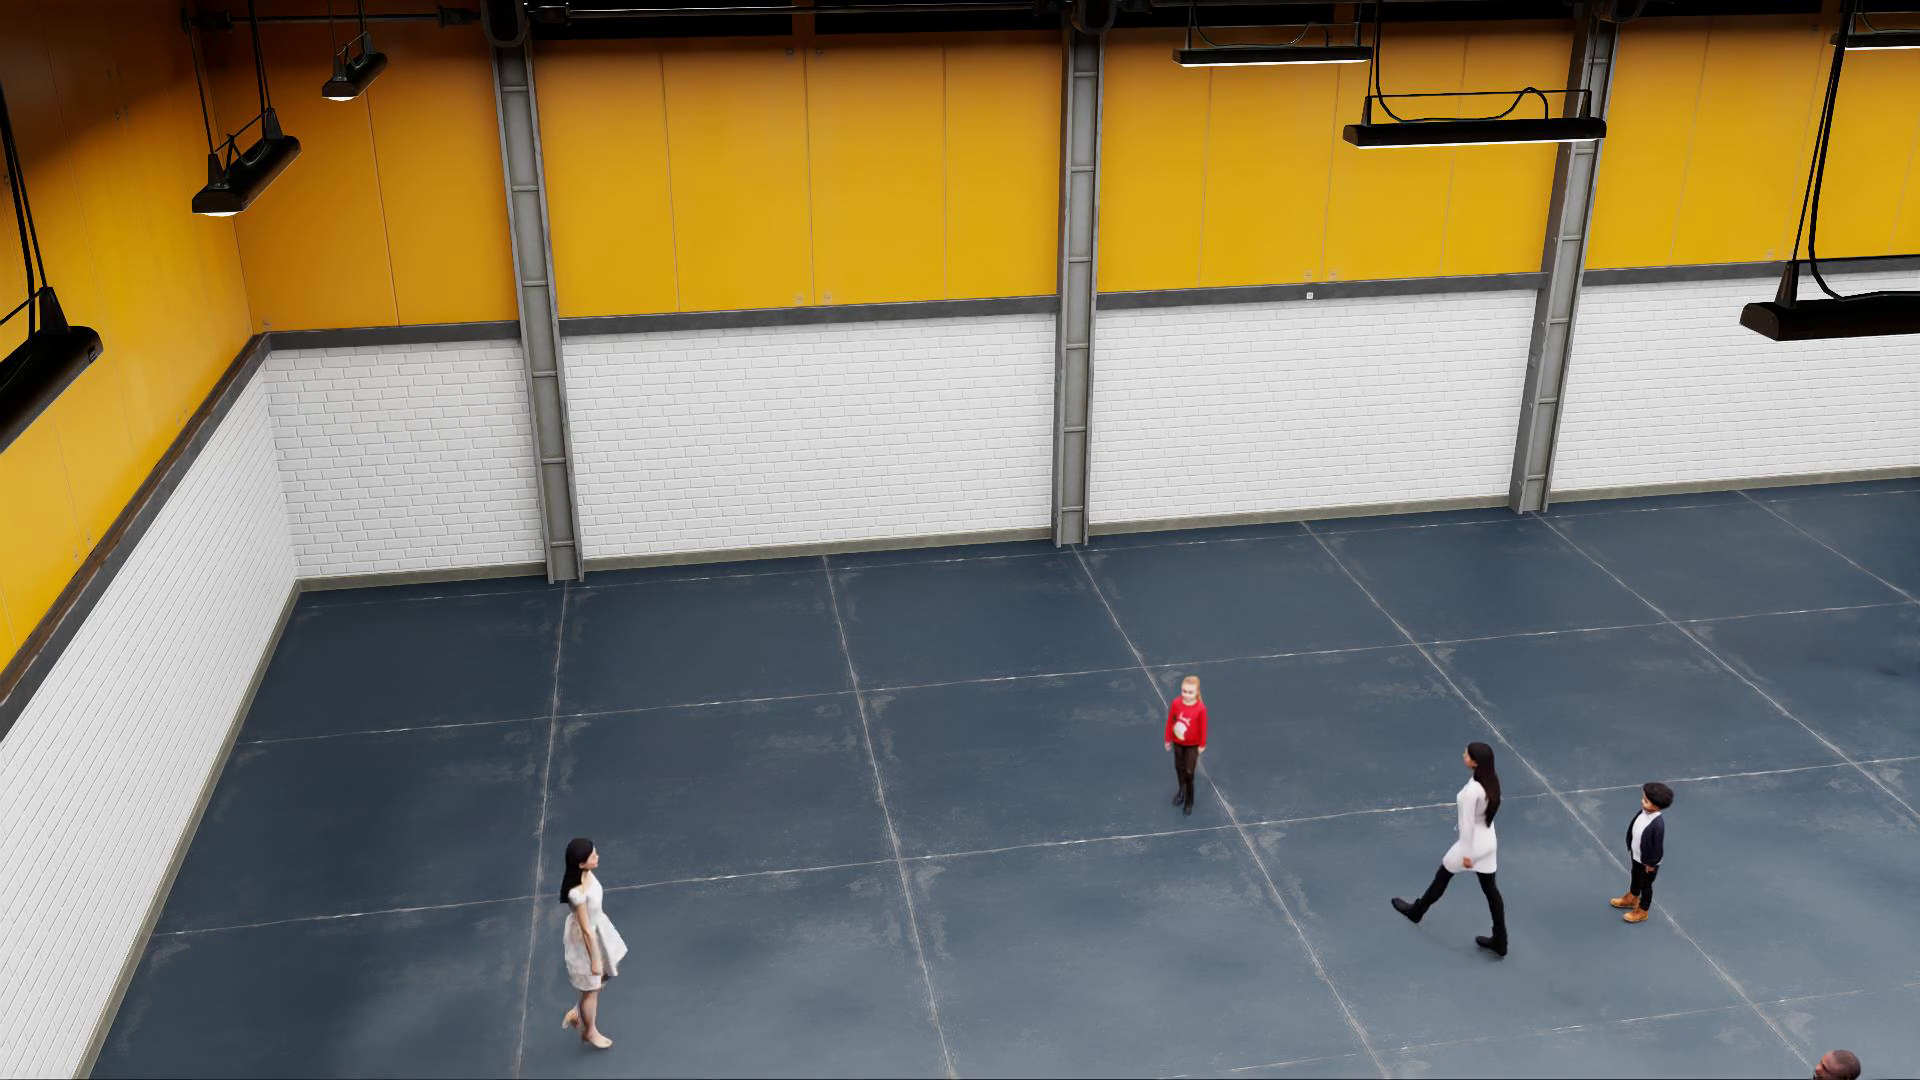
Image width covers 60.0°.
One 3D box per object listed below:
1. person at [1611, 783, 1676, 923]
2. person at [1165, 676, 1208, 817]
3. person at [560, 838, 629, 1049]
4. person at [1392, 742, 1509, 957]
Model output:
[{"bbox_3d":[5.443,2.451,13.171,0.501,1.223,0.517,-2,24,-4],"label":"person"},{"bbox_3d":[2.018,1.756,14.704,0.636,1.270,0.692,12,26,26],"label":"person"},{"bbox_3d":[-2.681,2.848,11.587,0.749,1.765,0.661,-2,24,-4],"label":"person"},{"bbox_3d":[4.001,2.384,12.666,1.128,1.751,1.174,22,32,40],"label":"person"}]
